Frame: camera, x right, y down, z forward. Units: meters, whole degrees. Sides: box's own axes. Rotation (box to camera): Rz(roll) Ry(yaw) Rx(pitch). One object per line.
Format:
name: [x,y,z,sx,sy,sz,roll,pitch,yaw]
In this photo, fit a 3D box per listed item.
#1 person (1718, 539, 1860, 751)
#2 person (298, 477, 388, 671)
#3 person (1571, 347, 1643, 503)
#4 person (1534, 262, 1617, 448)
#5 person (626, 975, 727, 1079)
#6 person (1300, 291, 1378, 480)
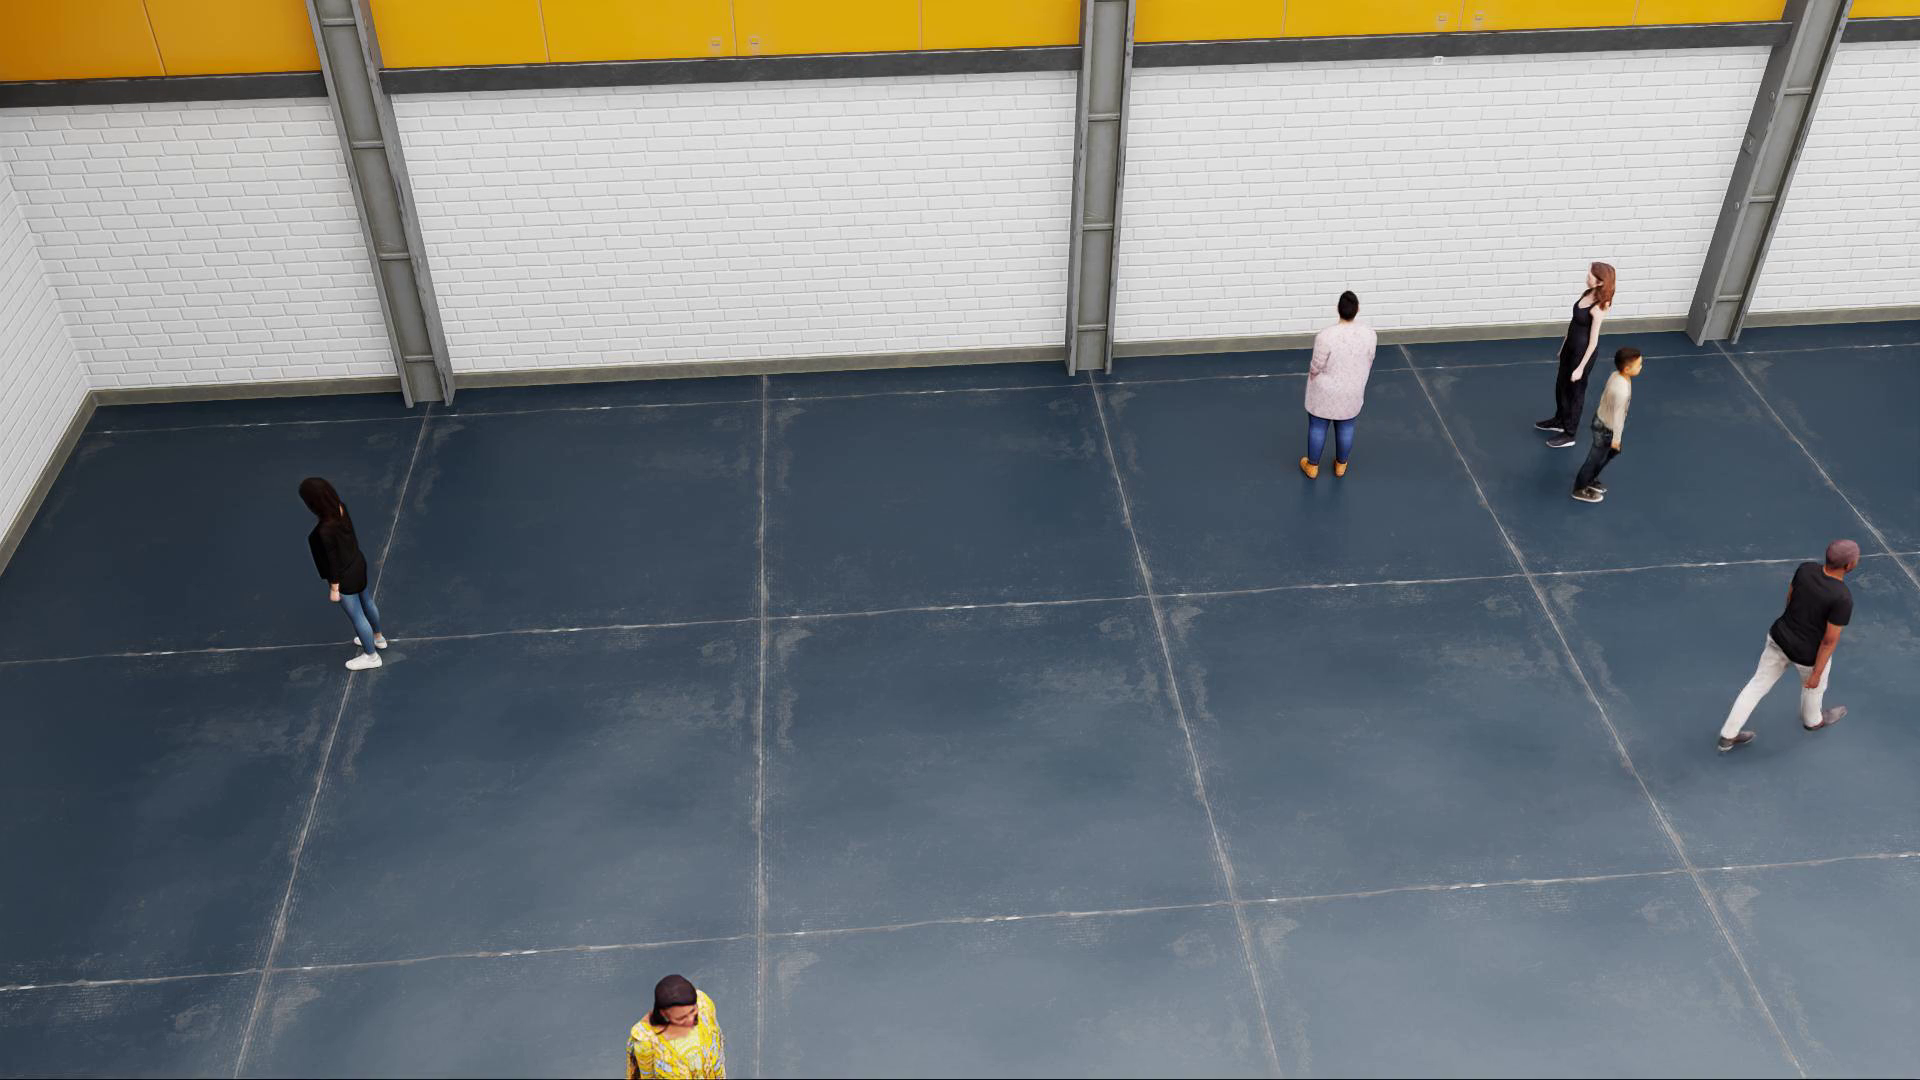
person: [5.512,0.752,11.095,1.261,1.749,0.897,-13,41,-16]
person: [-4.374,0.217,11.849,0.531,1.644,0.573,0,39,0]
person: [5.163,-0.936,13.444,0.630,1.455,0.649,10,40,12]
person: [5.239,-1.576,14.015,0.509,1.743,0.579,-2,39,-3]
person: [-1.434,2.795,8.615,0.873,1.651,0.940,-29,47,-31]
person: [3.092,-1.278,13.642,0.540,1.743,0.732,-3,39,-3]
